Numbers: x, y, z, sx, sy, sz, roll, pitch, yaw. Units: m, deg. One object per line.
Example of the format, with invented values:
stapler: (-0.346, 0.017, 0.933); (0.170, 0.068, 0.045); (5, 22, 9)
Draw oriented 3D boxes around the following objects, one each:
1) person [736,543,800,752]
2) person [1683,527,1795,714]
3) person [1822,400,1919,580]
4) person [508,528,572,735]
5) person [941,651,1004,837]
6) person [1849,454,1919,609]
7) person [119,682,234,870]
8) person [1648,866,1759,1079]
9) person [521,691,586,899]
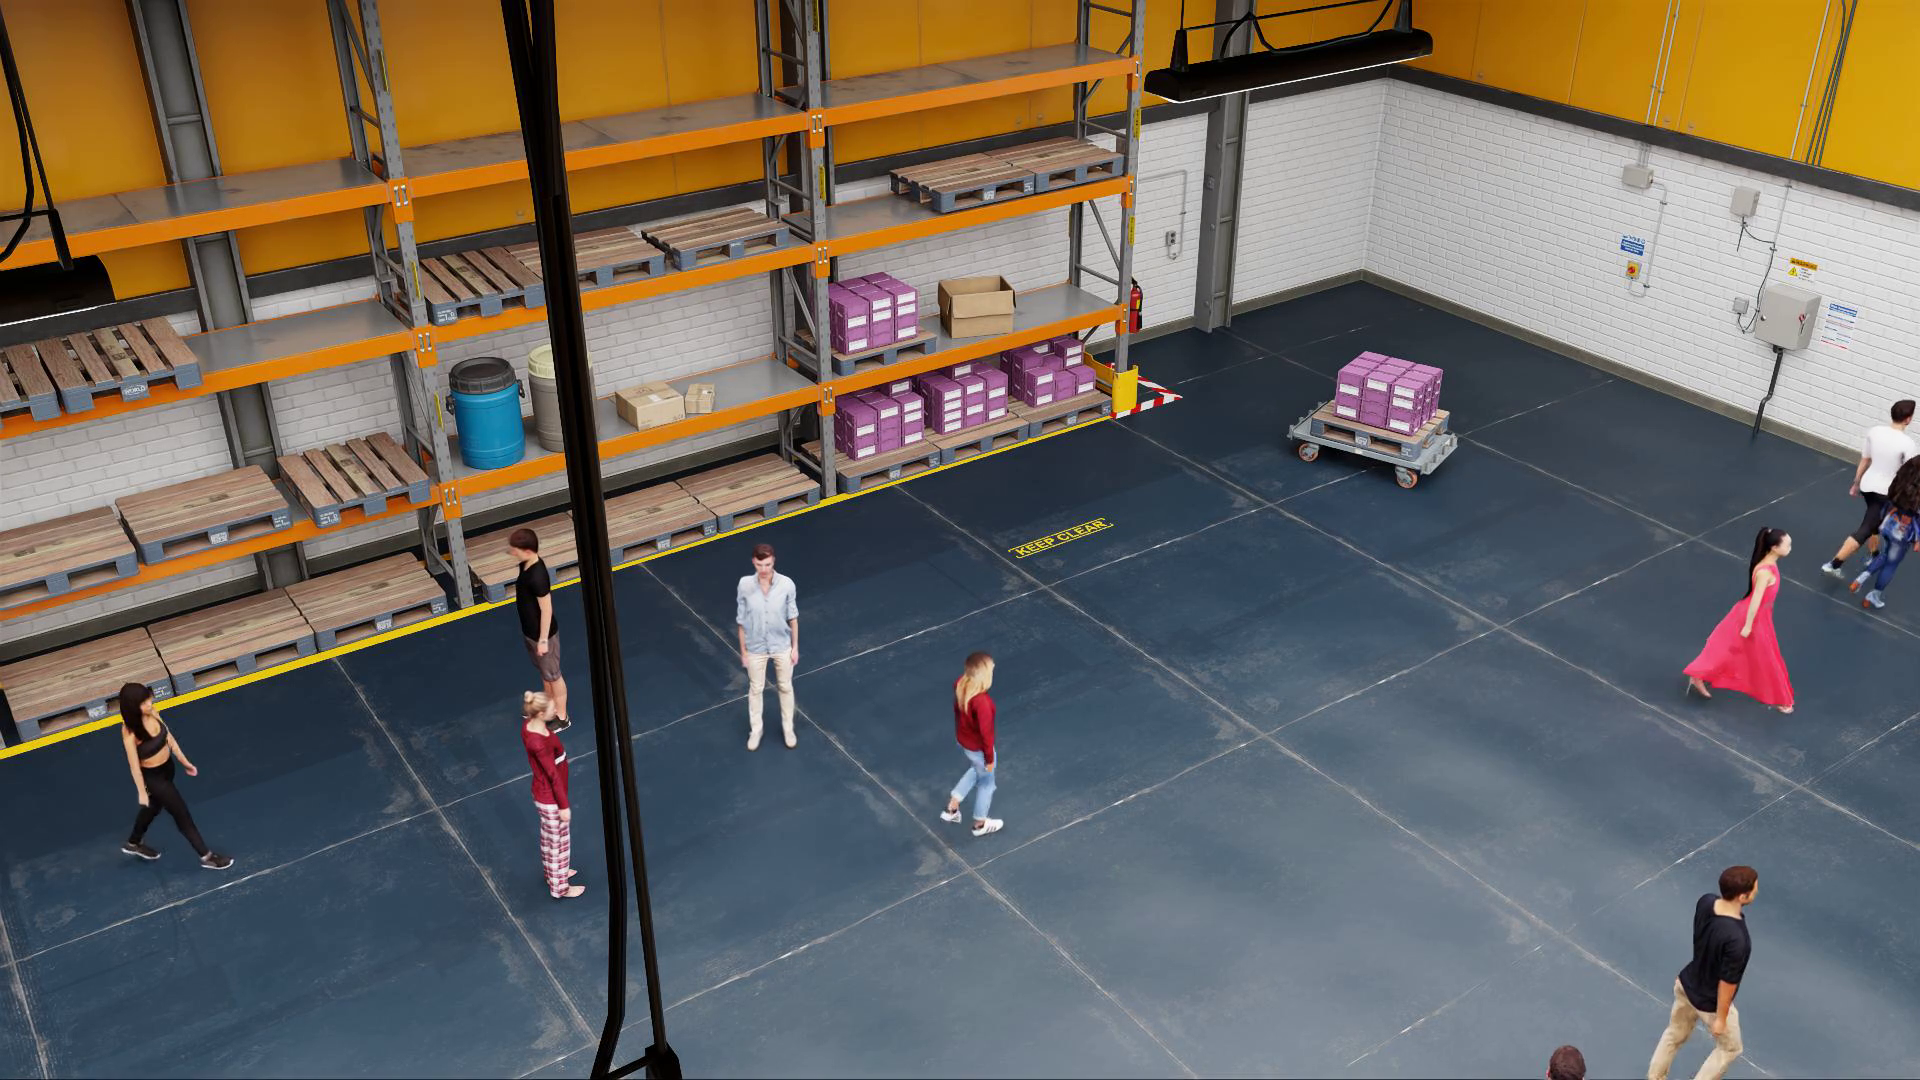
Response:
person: (-1.535, 0.838, 13.390); (0.661, 1.848, 0.791); (-3, 29, -5)
person: (6.525, 0.667, 13.890); (1.029, 1.669, 1.137); (12, 31, 22)
person: (8.666, -0.448, 15.775); (1.266, 1.821, 0.842); (-12, 31, -21)
person: (-3.430, 0.718, 13.598); (0.596, 1.858, 0.689); (-16, 32, -26)
person: (0.061, 1.539, 12.342); (0.722, 1.620, 0.635); (-15, 32, -26)
person: (8.548, -0.052, 15.266); (0.827, 1.614, 0.777); (-6, 29, -12)
person: (-5.890, 1.709, 12.042); (1.130, 1.609, 0.969); (1, 29, 1)
person: (4.379, 2.717, 9.951); (0.851, 1.842, 0.814); (-3, 29, -5)
person: (-2.911, 1.784, 11.802); (0.534, 1.708, 0.641); (-14, 32, -24)
